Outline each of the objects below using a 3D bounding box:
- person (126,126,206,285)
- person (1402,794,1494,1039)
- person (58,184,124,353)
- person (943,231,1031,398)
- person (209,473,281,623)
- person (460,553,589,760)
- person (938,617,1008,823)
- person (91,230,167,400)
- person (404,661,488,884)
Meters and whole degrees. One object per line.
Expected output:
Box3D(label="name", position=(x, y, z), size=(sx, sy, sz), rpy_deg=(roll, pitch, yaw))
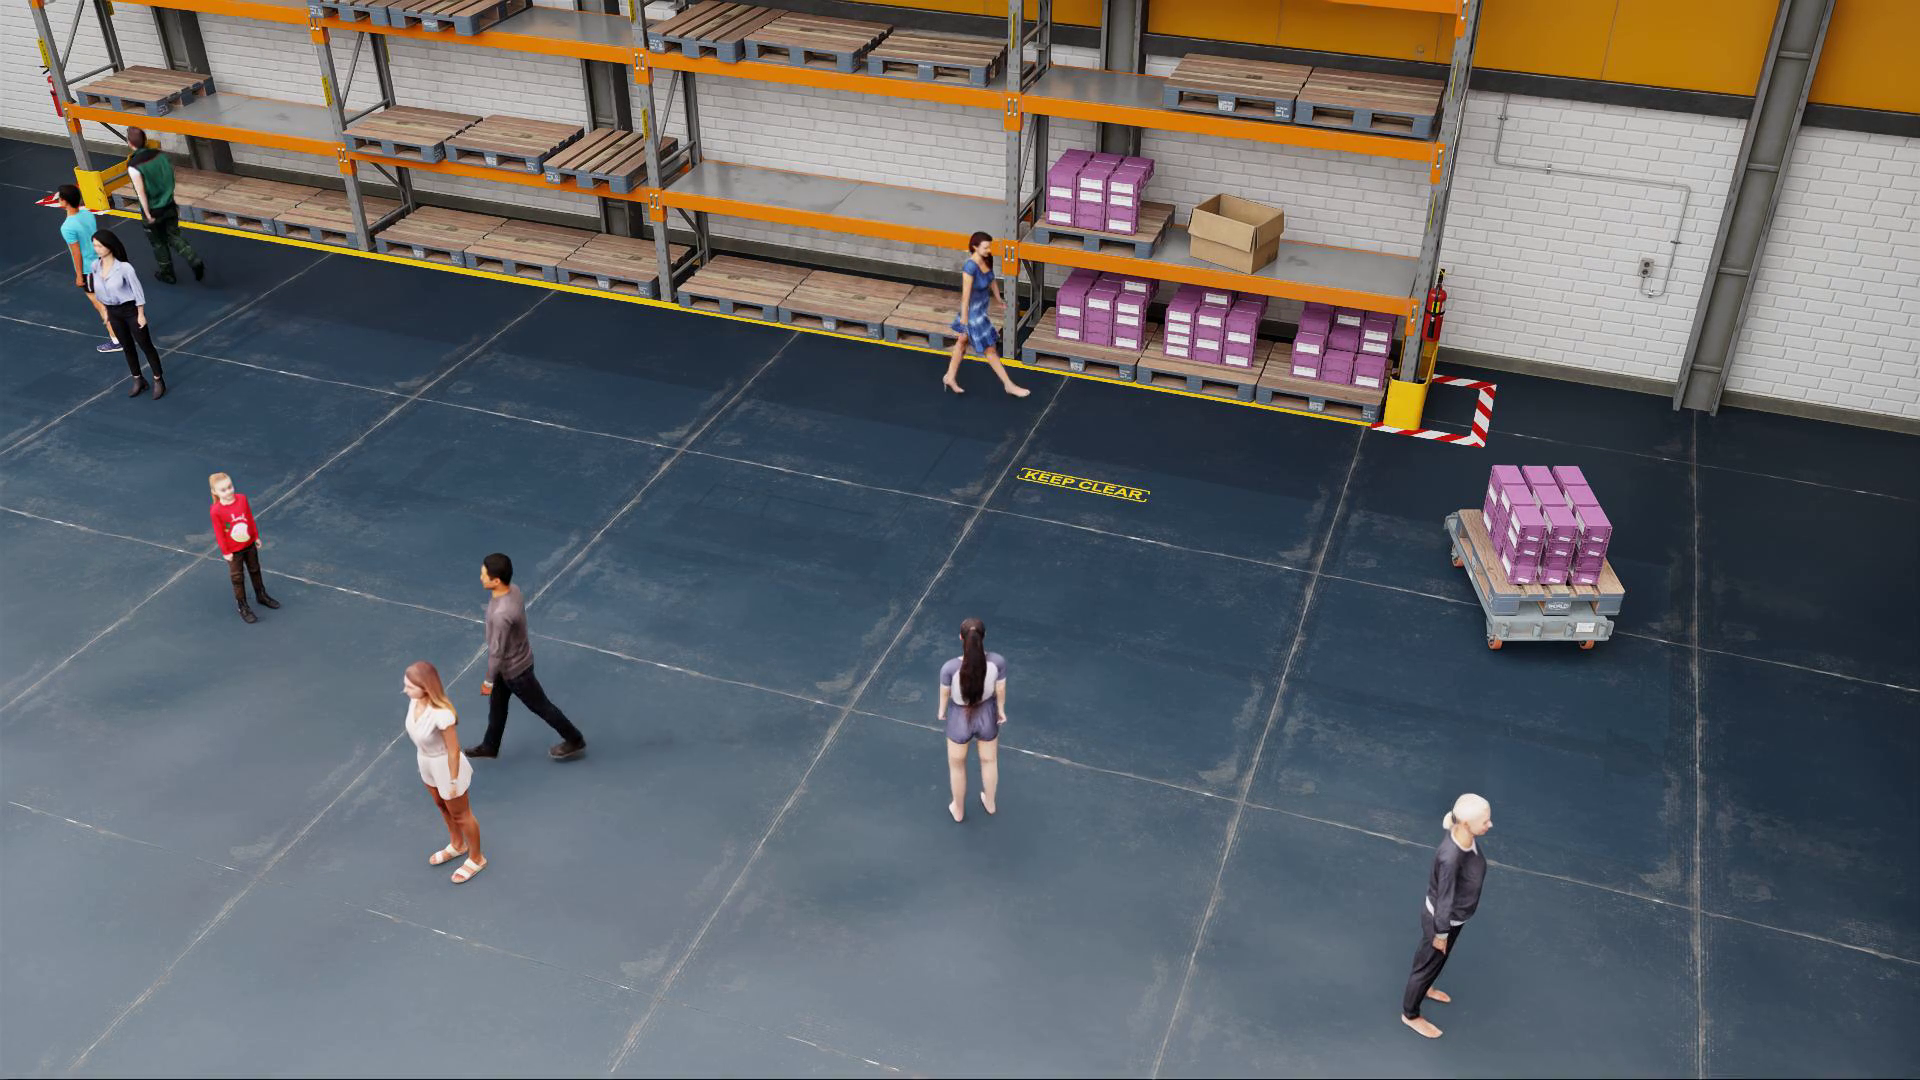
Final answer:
Box3D(label="person", position=(-8.760, -3.647, 18.275), size=(0.983, 1.826, 0.720), rpy_deg=(16, 37, 22))
Box3D(label="person", position=(2.825, 2.133, 9.670), size=(0.532, 1.726, 0.627), rpy_deg=(14, 36, 20))
Box3D(label="person", position=(-8.874, -2.787, 17.027), size=(0.587, 1.775, 0.655), rpy_deg=(4, 34, 6))
Box3D(label="person", position=(0.080, -2.151, 16.094), size=(1.131, 1.749, 0.634), rpy_deg=(10, 35, 14))
Box3D(label="person", position=(-5.736, 0.031, 13.233), size=(0.549, 1.281, 0.537), rpy_deg=(19, 38, 26))
Box3D(label="person", position=(-3.007, 0.878, 11.562), size=(1.052, 1.720, 1.214), rpy_deg=(9, 35, 13))
Box3D(label="person", position=(0.077, 1.225, 11.108), size=(0.636, 1.646, 0.746), rpy_deg=(-6, 34, -8))
Box3D(label="person", position=(-8.096, -2.190, 16.158), size=(0.524, 1.743, 0.731), rpy_deg=(7, 34, 10))
Box3D(label="person", position=(-3.326, 1.460, 10.707), size=(0.610, 1.697, 0.709), rpy_deg=(27, 42, 35))
